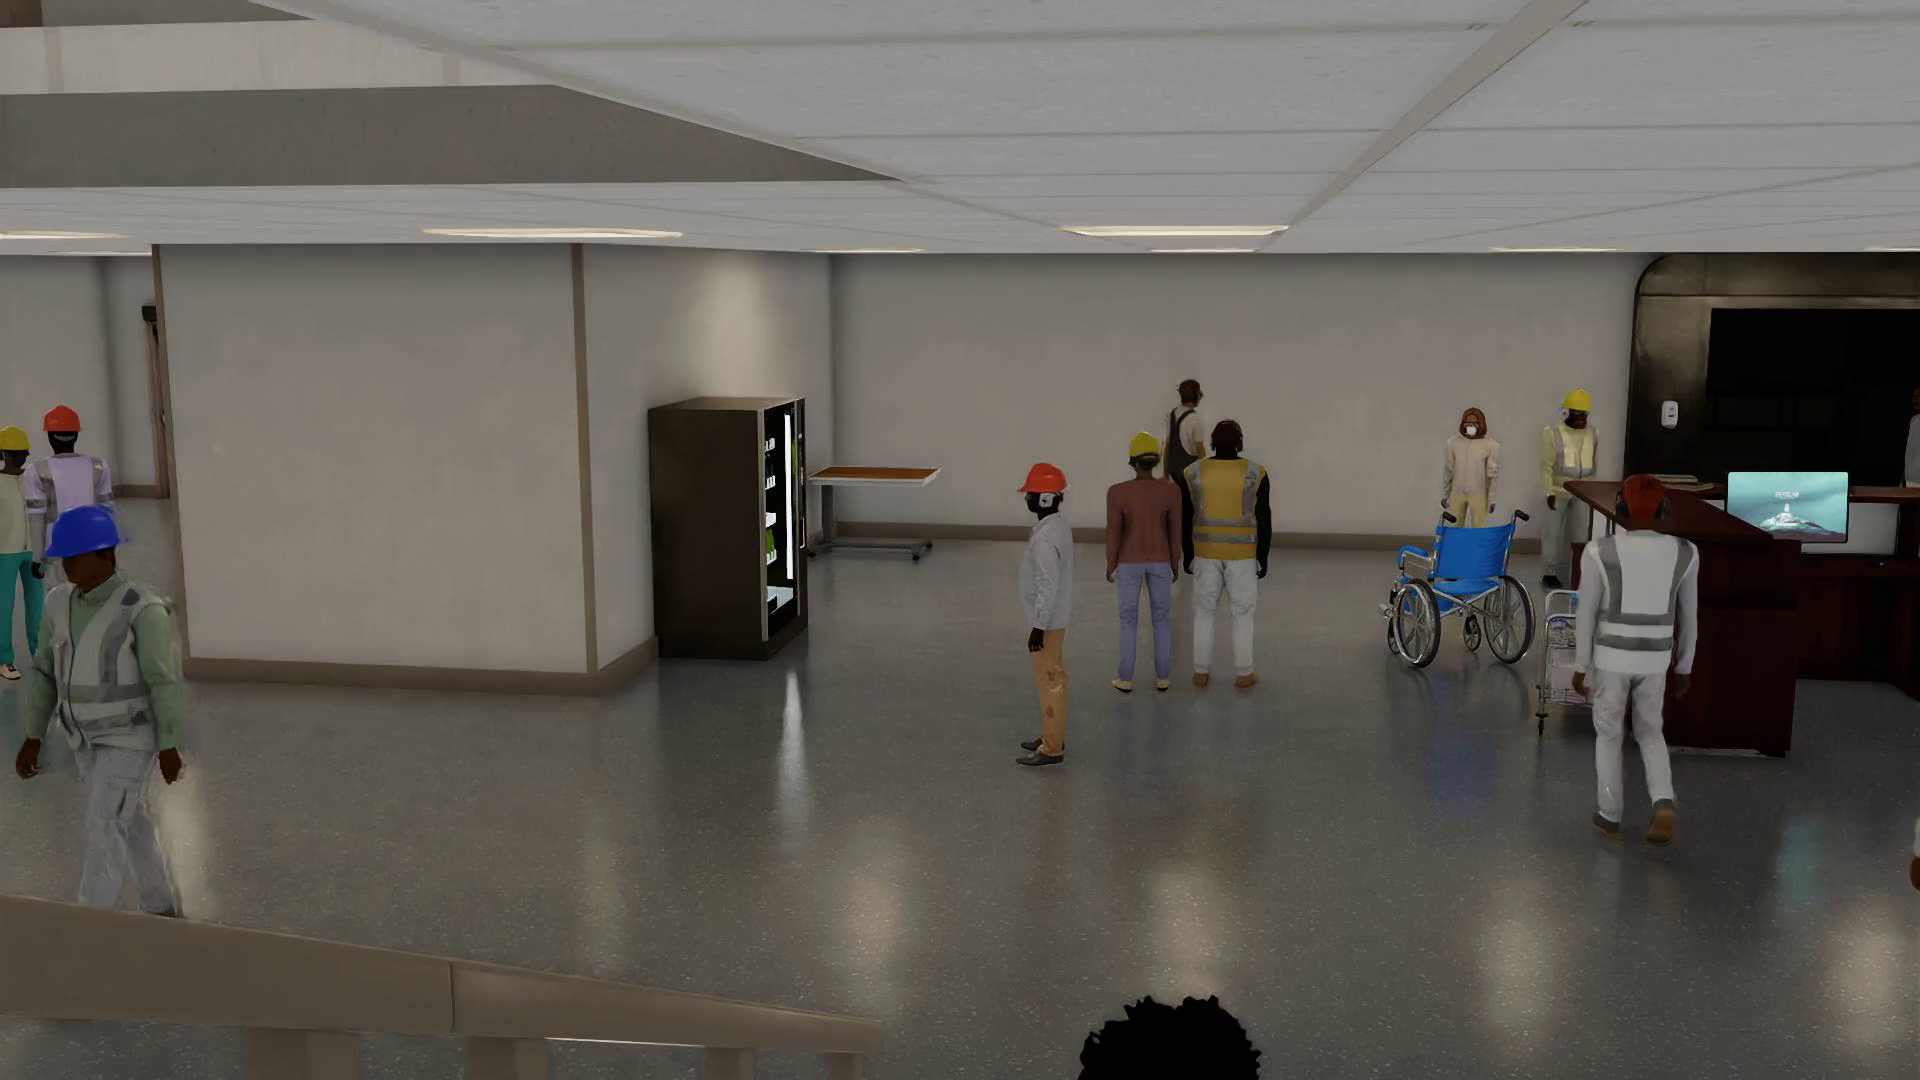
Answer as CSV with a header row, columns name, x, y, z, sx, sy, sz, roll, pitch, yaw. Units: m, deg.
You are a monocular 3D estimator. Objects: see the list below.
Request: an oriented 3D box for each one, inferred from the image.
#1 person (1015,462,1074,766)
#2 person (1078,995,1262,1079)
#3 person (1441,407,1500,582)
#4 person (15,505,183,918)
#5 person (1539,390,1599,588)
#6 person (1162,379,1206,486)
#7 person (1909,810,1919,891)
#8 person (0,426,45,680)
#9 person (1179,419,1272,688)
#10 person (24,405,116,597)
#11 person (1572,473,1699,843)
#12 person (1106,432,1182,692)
name,x,y,z,sx,sy,sz,roll,pitch,yaw
person,0.487,0.424,9.597,0.320,1.755,0.563,1,9,9
person,0.290,1.526,2.203,0.598,1.958,0.375,6,11,31
person,4.600,-0.385,15.008,0.505,1.627,0.286,7,11,36
person,-3.536,0.819,6.684,0.624,1.910,0.913,4,10,26
person,5.422,-0.417,14.679,0.596,1.797,0.791,-1,9,-7
person,2.136,-0.659,16.147,0.919,1.814,0.525,-5,11,-30
person,3.481,0.987,5.617,0.577,1.922,0.404,-3,10,-15
person,-6.601,0.080,11.691,0.314,1.769,0.523,5,10,28
person,1.812,0.096,11.364,0.625,1.846,0.429,3,10,15
person,-6.057,0.051,11.343,0.356,1.937,0.552,9,13,43
person,3.314,0.604,8.163,0.578,1.869,0.581,0,9,2
person,1.237,0.153,11.240,0.525,1.772,0.306,-1,9,-5
